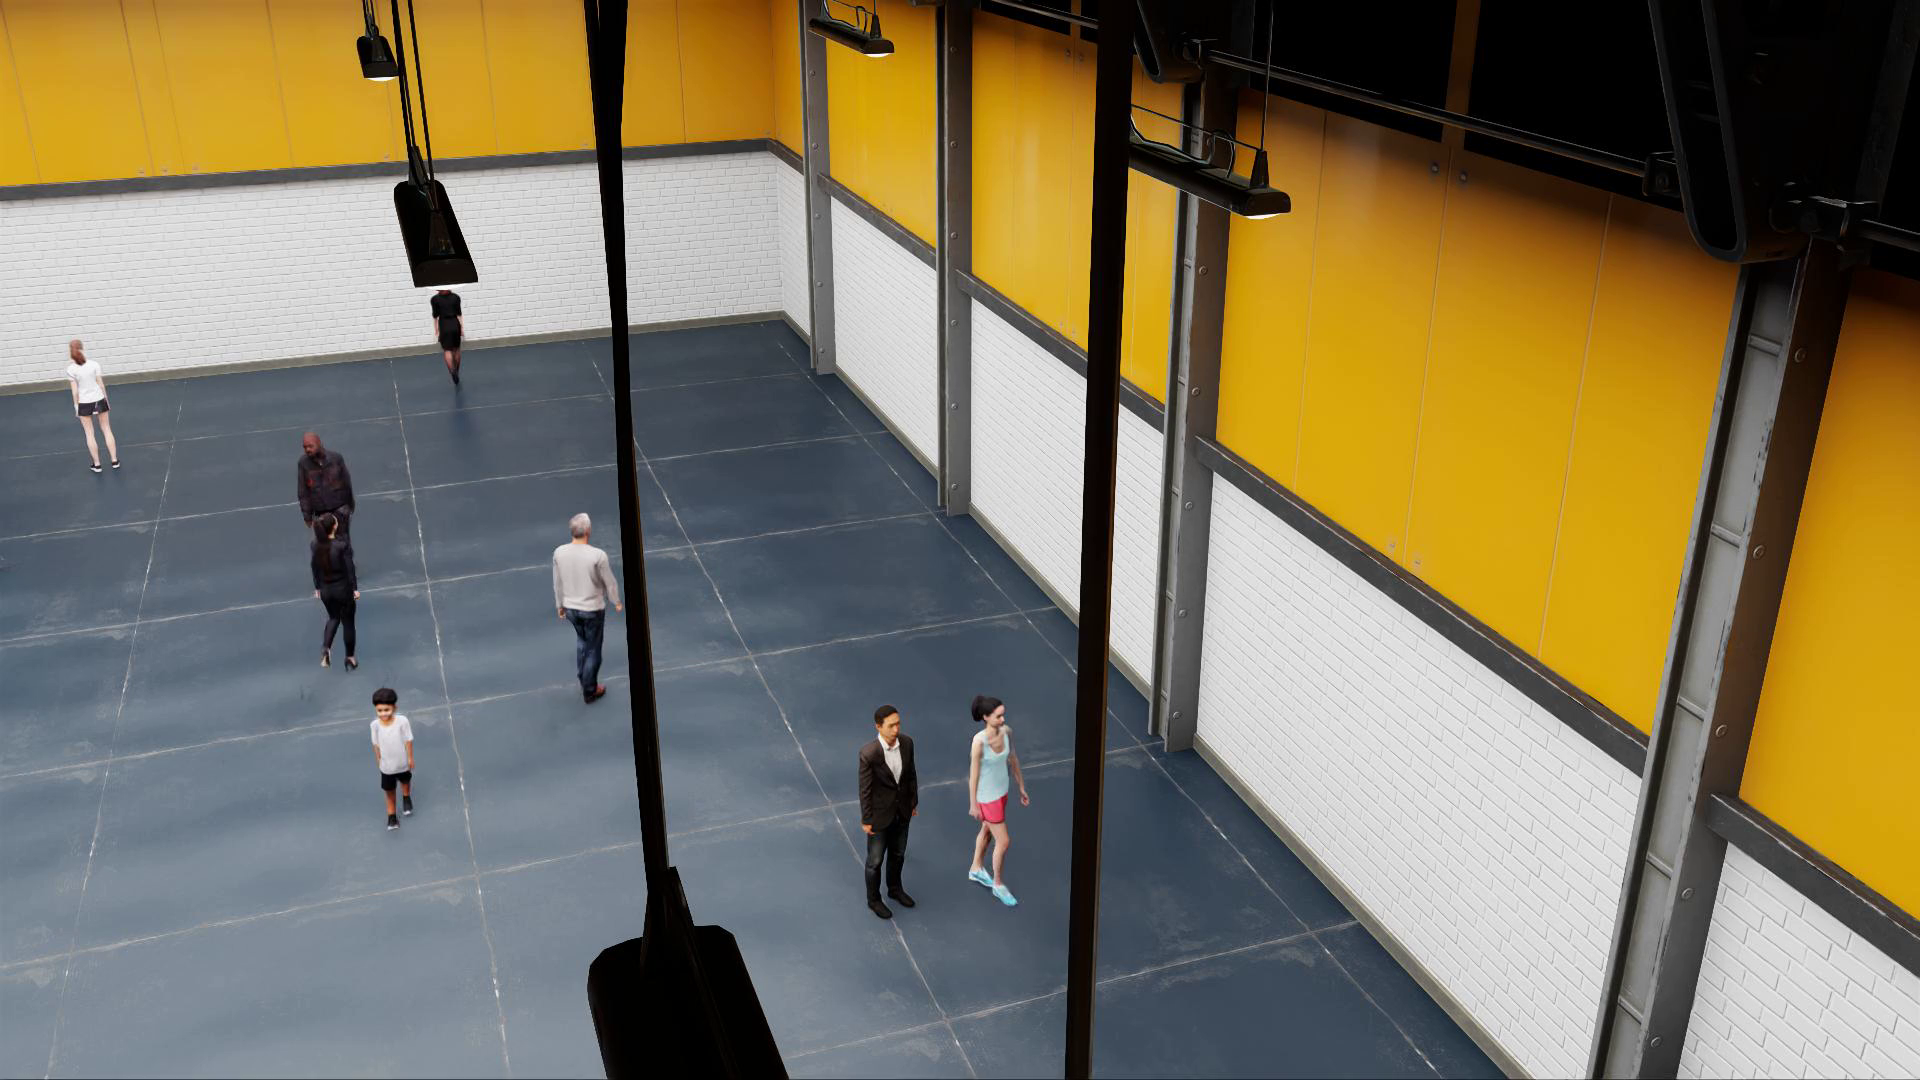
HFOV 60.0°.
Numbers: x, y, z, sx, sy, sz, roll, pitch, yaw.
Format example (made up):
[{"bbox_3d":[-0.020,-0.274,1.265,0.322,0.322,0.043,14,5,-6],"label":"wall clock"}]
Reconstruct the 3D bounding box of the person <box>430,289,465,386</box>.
[{"bbox_3d":[-7.607,-3.096,24.812,0.582,1.683,0.978,-8,25,-18],"label":"person"}]

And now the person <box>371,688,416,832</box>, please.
[{"bbox_3d":[-4.799,1.807,14.164,0.533,1.228,0.837,-6,24,-13],"label":"person"}]

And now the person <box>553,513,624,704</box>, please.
[{"bbox_3d":[-3.609,0.700,15.875,0.861,1.887,0.905,8,25,18],"label":"person"}]

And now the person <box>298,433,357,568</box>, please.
[{"bbox_3d":[-7.001,-0.415,18.542,0.752,1.793,0.911,-9,25,-21],"label":"person"}]

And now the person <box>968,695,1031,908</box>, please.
[{"bbox_3d":[0.184,1.994,13.093,0.928,1.744,0.816,17,29,34],"label":"person"}]

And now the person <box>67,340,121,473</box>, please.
[{"bbox_3d":[-11.314,-1.756,21.663,0.629,1.752,0.632,-17,29,-35],"label":"person"}]

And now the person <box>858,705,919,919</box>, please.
[{"bbox_3d":[-0.574,2.072,12.843,0.718,1.801,0.639,-16,28,-32],"label":"person"}]

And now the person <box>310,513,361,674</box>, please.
[{"bbox_3d":[-6.188,0.562,16.418,0.773,1.703,0.853,5,24,12],"label":"person"}]
